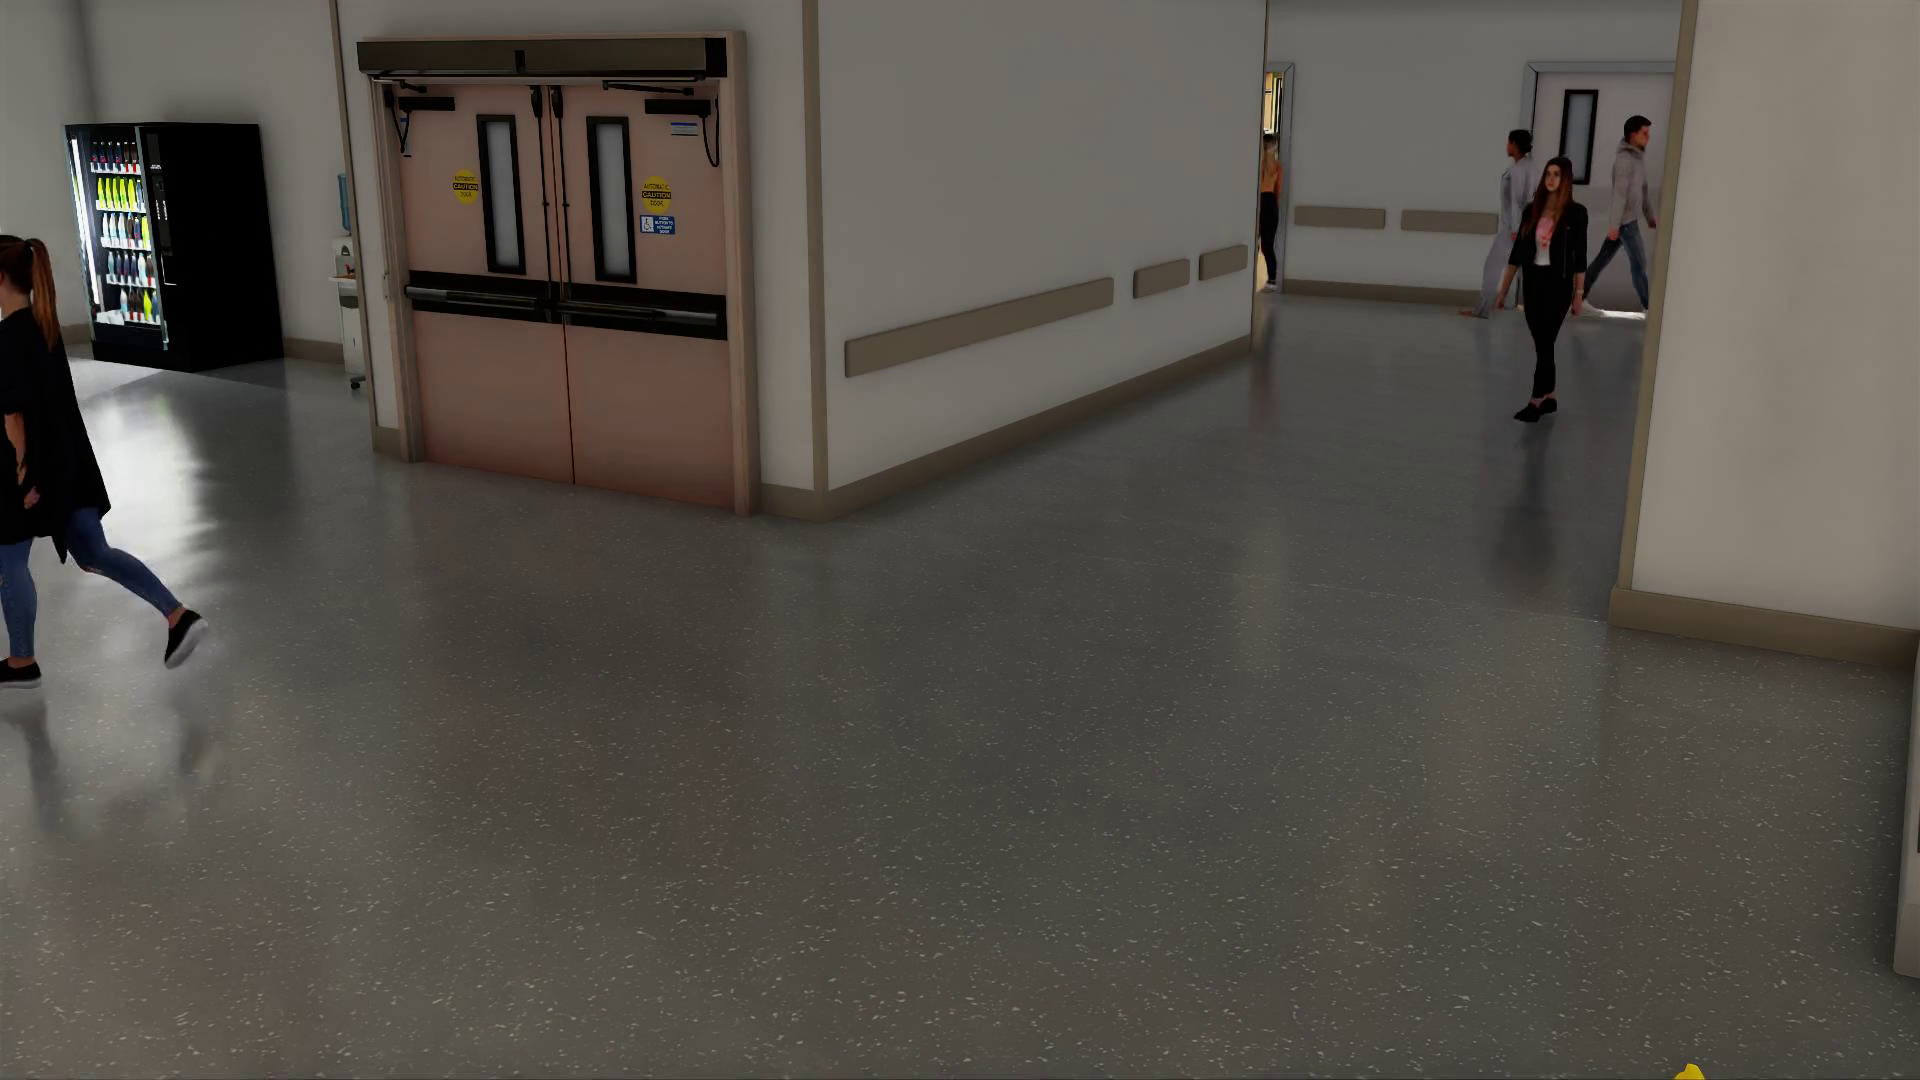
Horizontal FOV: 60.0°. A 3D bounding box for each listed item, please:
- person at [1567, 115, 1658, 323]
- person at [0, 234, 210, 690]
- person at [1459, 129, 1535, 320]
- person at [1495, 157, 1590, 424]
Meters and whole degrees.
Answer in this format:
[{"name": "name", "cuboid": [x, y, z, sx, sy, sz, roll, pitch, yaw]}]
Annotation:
[{"name": "person", "cuboid": [5.930, -2.887, 15.106, 1.220, 1.809, 0.702, 8, 18, 26]}, {"name": "person", "cuboid": [-3.215, -0.186, 6.018, 1.172, 1.542, 0.991, 0, 16, -2]}, {"name": "person", "cuboid": [5.146, -2.817, 15.054, 1.142, 1.703, 0.685, 7, 17, 24]}, {"name": "person", "cuboid": [3.880, -1.620, 10.844, 0.895, 1.682, 0.973, -12, 20, -36]}]
